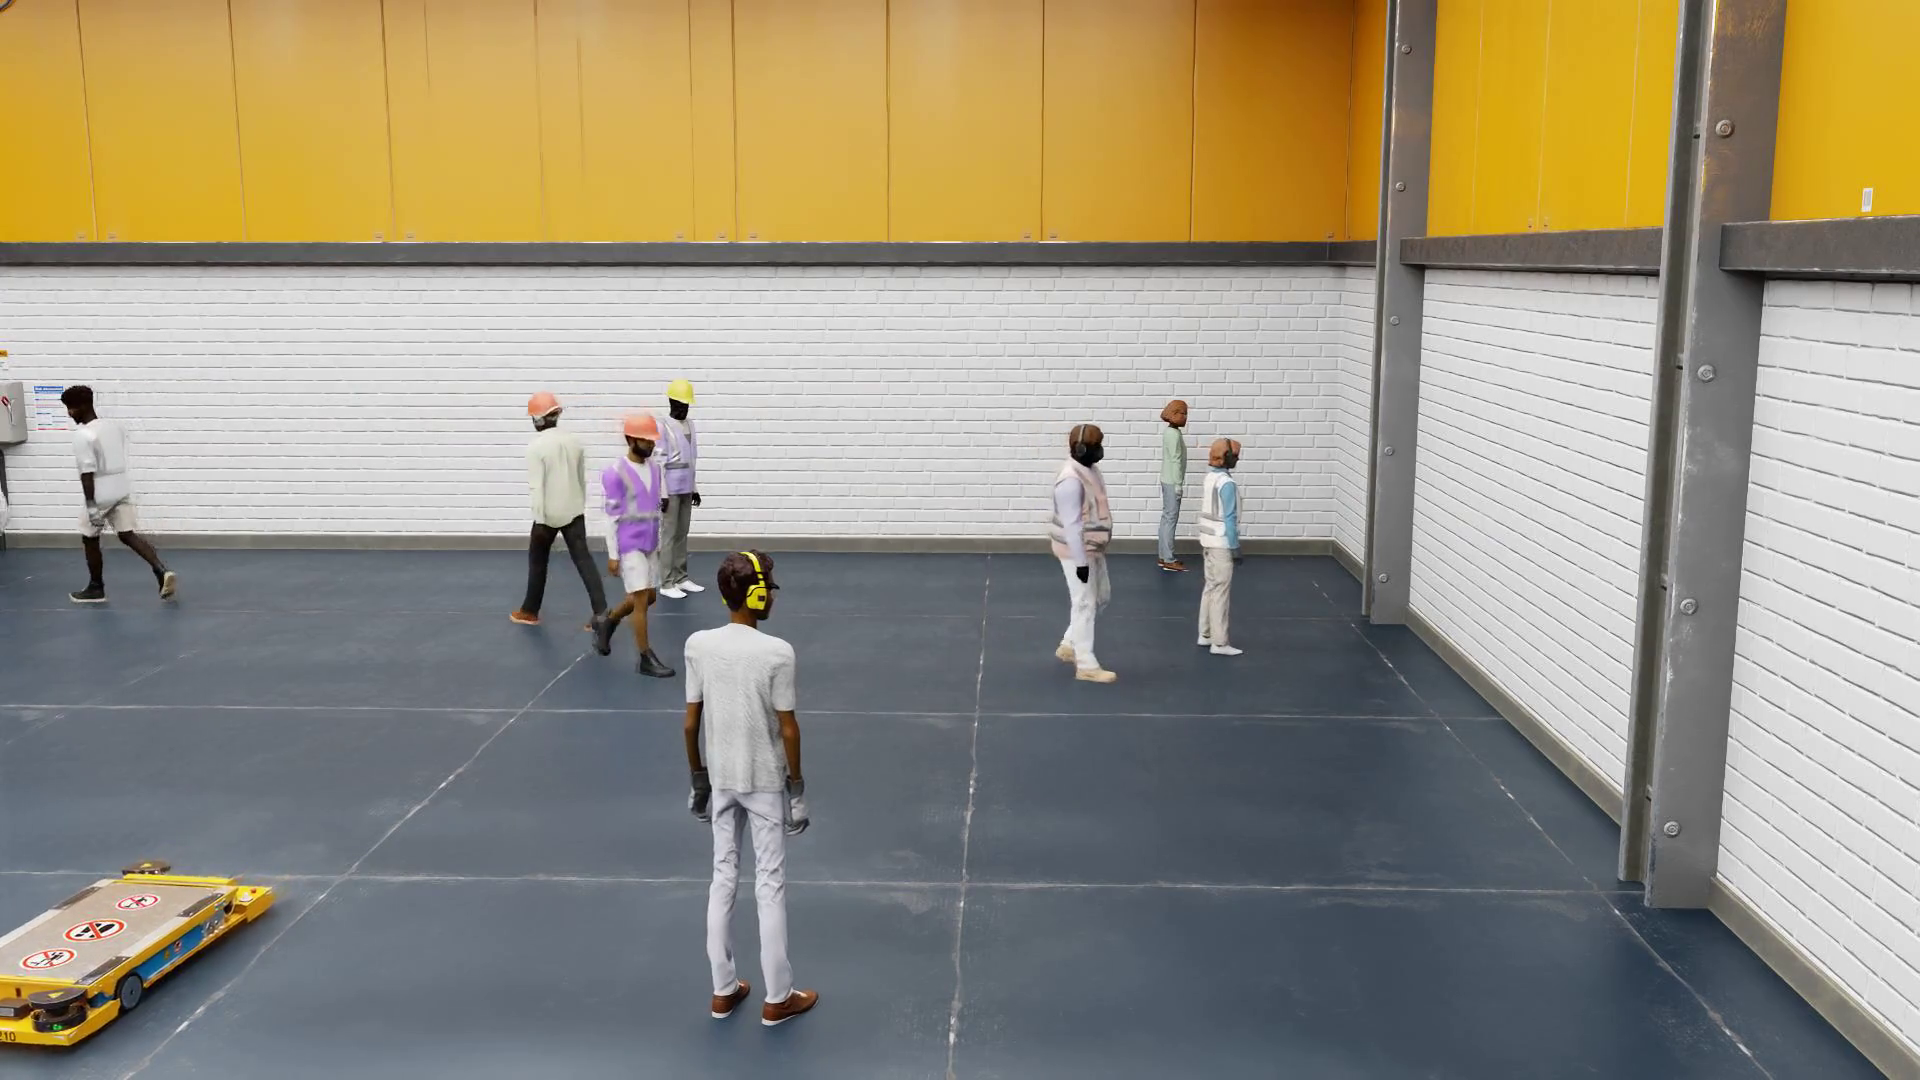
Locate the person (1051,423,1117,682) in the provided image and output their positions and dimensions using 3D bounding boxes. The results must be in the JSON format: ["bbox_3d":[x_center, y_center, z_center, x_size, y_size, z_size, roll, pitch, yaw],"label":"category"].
[{"bbox_3d":[0.883,0.087,11.735,0.479,1.833,0.674,3,10,17],"label":"person"}]

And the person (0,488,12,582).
[{"bbox_3d":[-8.821,-0.495,14.913,0.474,1.913,0.678,-3,10,-18],"label":"person"}]

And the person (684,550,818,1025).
[{"bbox_3d":[-0.830,0.966,6.509,0.520,1.864,0.333,4,11,23],"label":"person"}]

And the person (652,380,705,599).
[{"bbox_3d":[-2.478,-0.456,14.670,0.381,1.917,0.585,4,10,22],"label":"person"}]

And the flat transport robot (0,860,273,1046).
[{"bbox_3d":[-3.559,1.685,6.942,0.652,0.197,1.431,1,10,7],"label":"flat transport robot"}]

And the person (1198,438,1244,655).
[{"bbox_3d":[1.964,0.048,12.557,0.310,1.635,0.519,-1,10,-7],"label":"person"}]

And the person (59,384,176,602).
[{"bbox_3d":[-7.266,-0.384,14.259,0.886,1.918,0.644,2,10,12],"label":"person"}]

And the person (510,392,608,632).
[{"bbox_3d":[-3.195,-0.222,13.292,1.083,1.929,0.644,7,12,35],"label":"person"}]

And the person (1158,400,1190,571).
[{"bbox_3d":[2.048,-0.526,15.915,0.289,1.632,0.497,0,10,-2],"label":"person"}]

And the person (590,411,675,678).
[{"bbox_3d":[-2.385,0.017,11.946,0.774,1.912,0.546,6,11,29],"label":"person"}]
